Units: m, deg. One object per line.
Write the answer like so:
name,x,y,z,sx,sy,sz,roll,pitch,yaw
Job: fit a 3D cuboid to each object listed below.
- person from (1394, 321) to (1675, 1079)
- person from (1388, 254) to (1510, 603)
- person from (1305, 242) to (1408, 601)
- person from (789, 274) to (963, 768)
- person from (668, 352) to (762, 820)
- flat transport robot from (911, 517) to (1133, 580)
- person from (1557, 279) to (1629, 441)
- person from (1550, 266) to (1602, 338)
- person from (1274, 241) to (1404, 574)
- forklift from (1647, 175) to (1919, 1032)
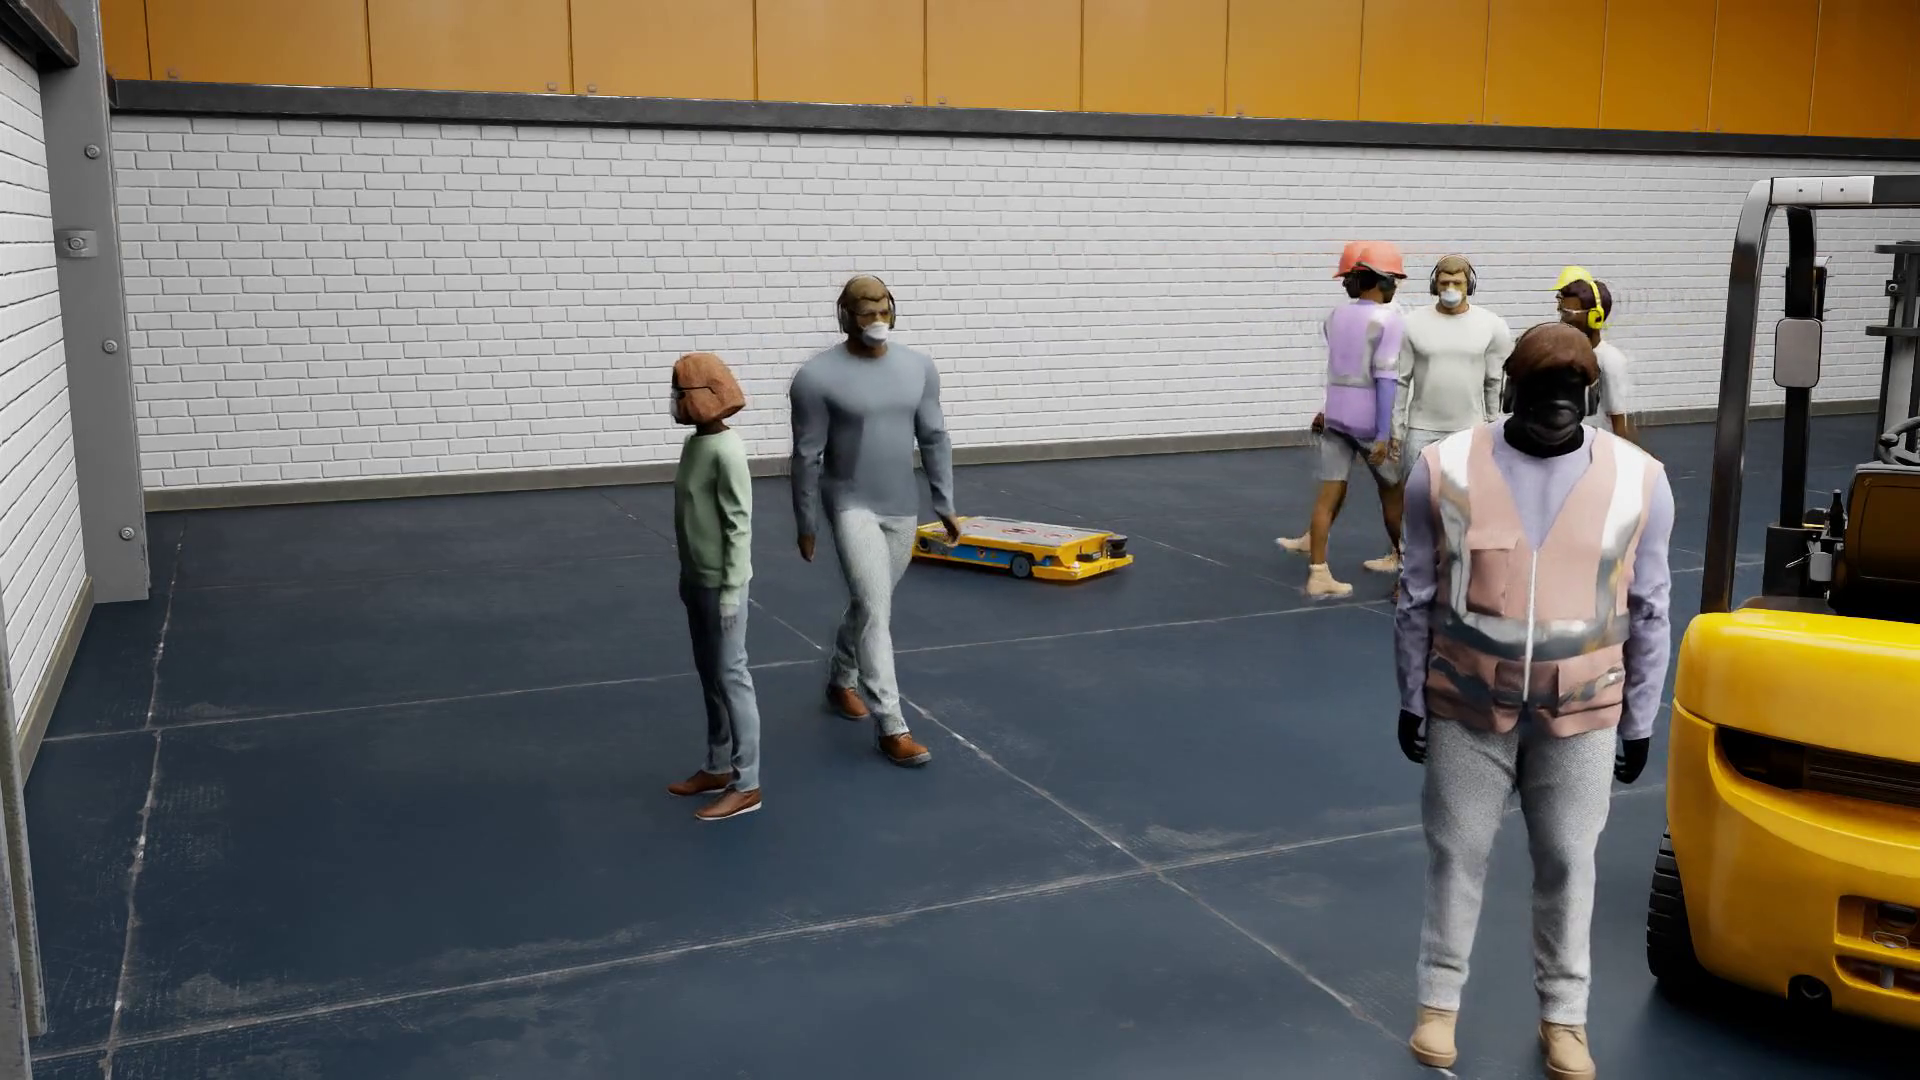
person,1.354,0.399,3.993,0.624,1.836,0.431,3,11,17
person,2.665,-0.592,9.146,0.635,1.936,0.355,3,11,15
person,2.345,-0.666,9.401,0.998,1.989,0.598,-7,12,-32
person,-0.363,-0.116,6.682,0.632,1.893,1.005,-7,12,-33
person,-0.873,0.159,5.848,0.265,1.632,0.507,-5,12,-27
flat transport robot,0.291,0.031,10.310,1.431,0.197,0.652,7,13,35
person,2.822,-0.287,7.752,0.914,1.828,0.518,1,10,6
person,4.417,-1.056,12.034,0.403,1.826,0.596,3,11,17
person,2.358,-0.793,10.074,0.957,1.991,0.595,2,11,13
forklift,2.810,0.094,4.662,1.214,2.155,2.313,7,12,34
